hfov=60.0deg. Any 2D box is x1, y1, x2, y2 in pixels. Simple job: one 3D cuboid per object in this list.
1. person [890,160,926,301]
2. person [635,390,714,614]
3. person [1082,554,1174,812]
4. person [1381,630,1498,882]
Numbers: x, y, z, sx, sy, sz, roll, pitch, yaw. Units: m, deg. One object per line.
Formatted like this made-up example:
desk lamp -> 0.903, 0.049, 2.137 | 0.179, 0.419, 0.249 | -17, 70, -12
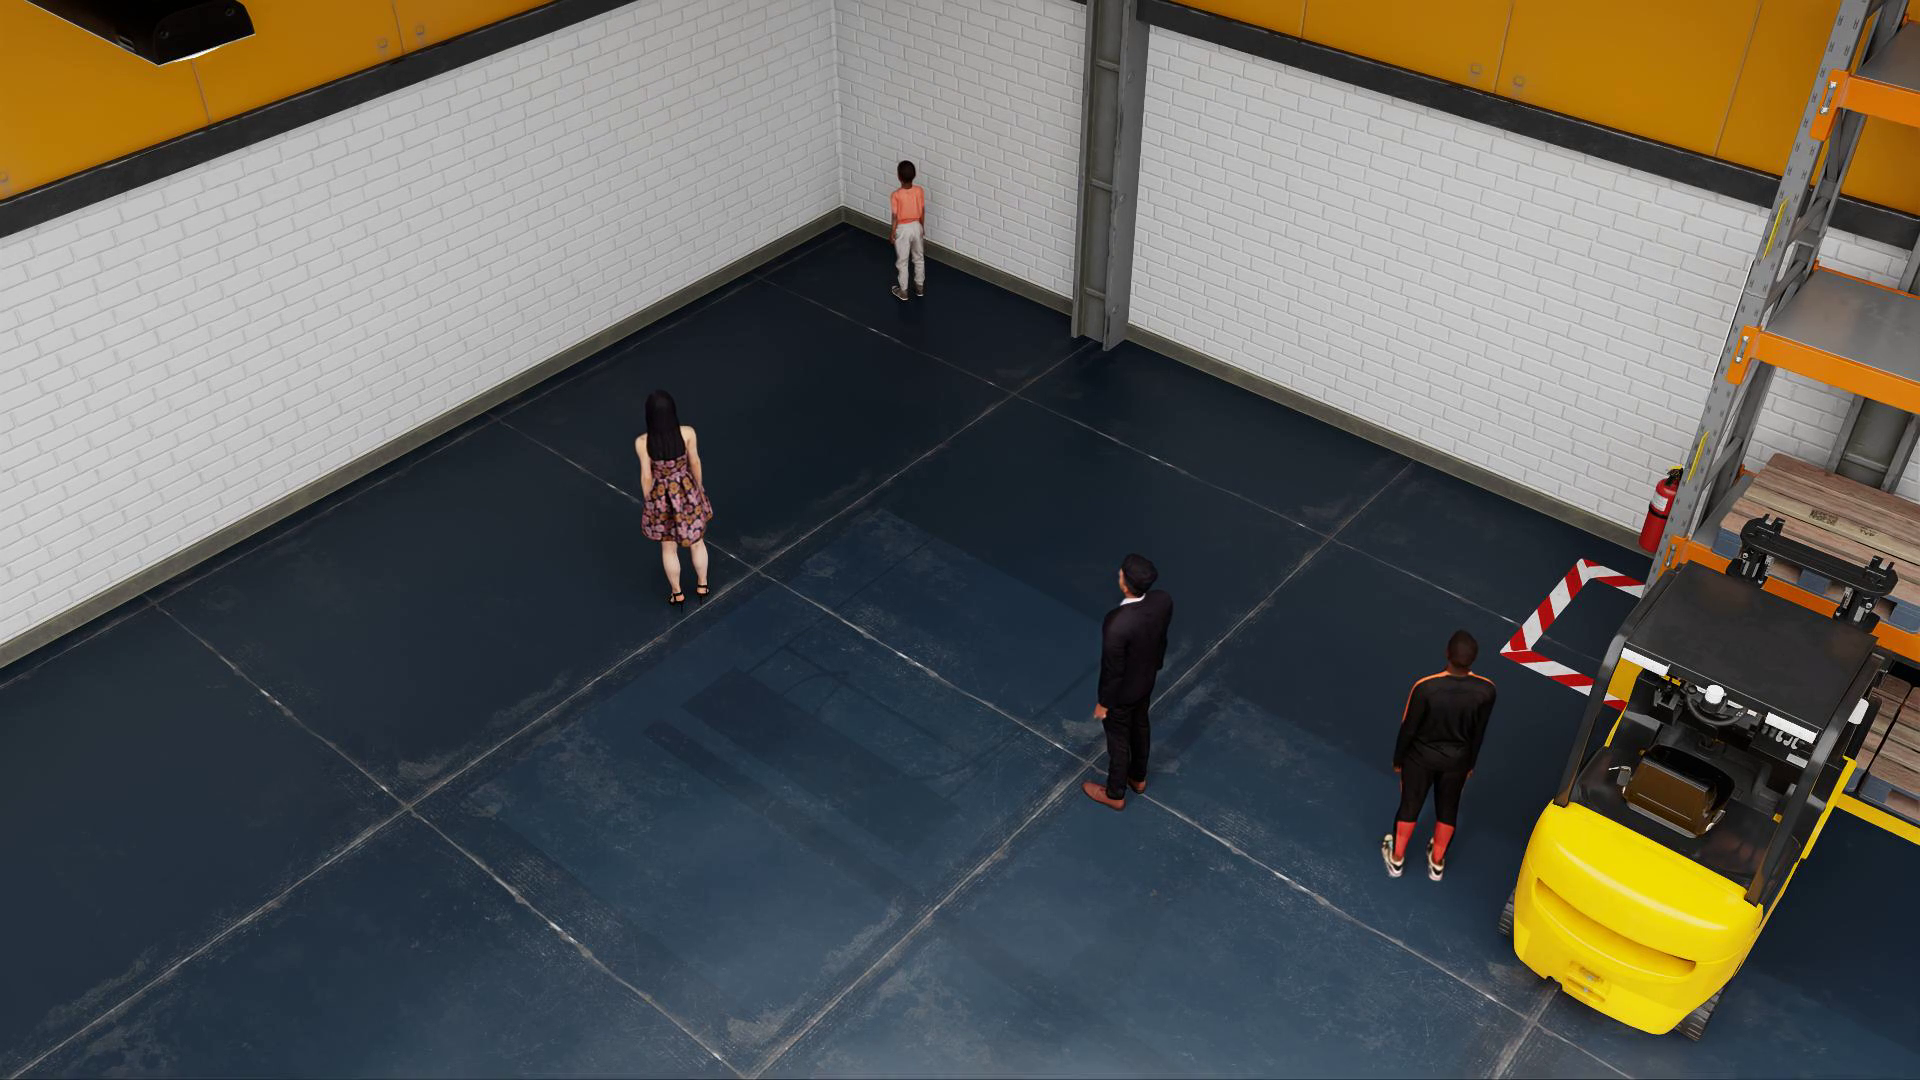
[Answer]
person -> -0.454, -2.743, 14.707 | 0.553, 1.311, 0.581 | -15, 41, -18
person -> -1.929, -0.265, 11.233 | 0.788, 1.774, 0.823 | -14, 41, -17
person -> 0.996, 0.837, 9.765 | 0.558, 1.884, 0.705 | 31, 48, 33
person -> 2.691, 1.218, 9.348 | 0.657, 1.810, 0.759 | 4, 39, 5
